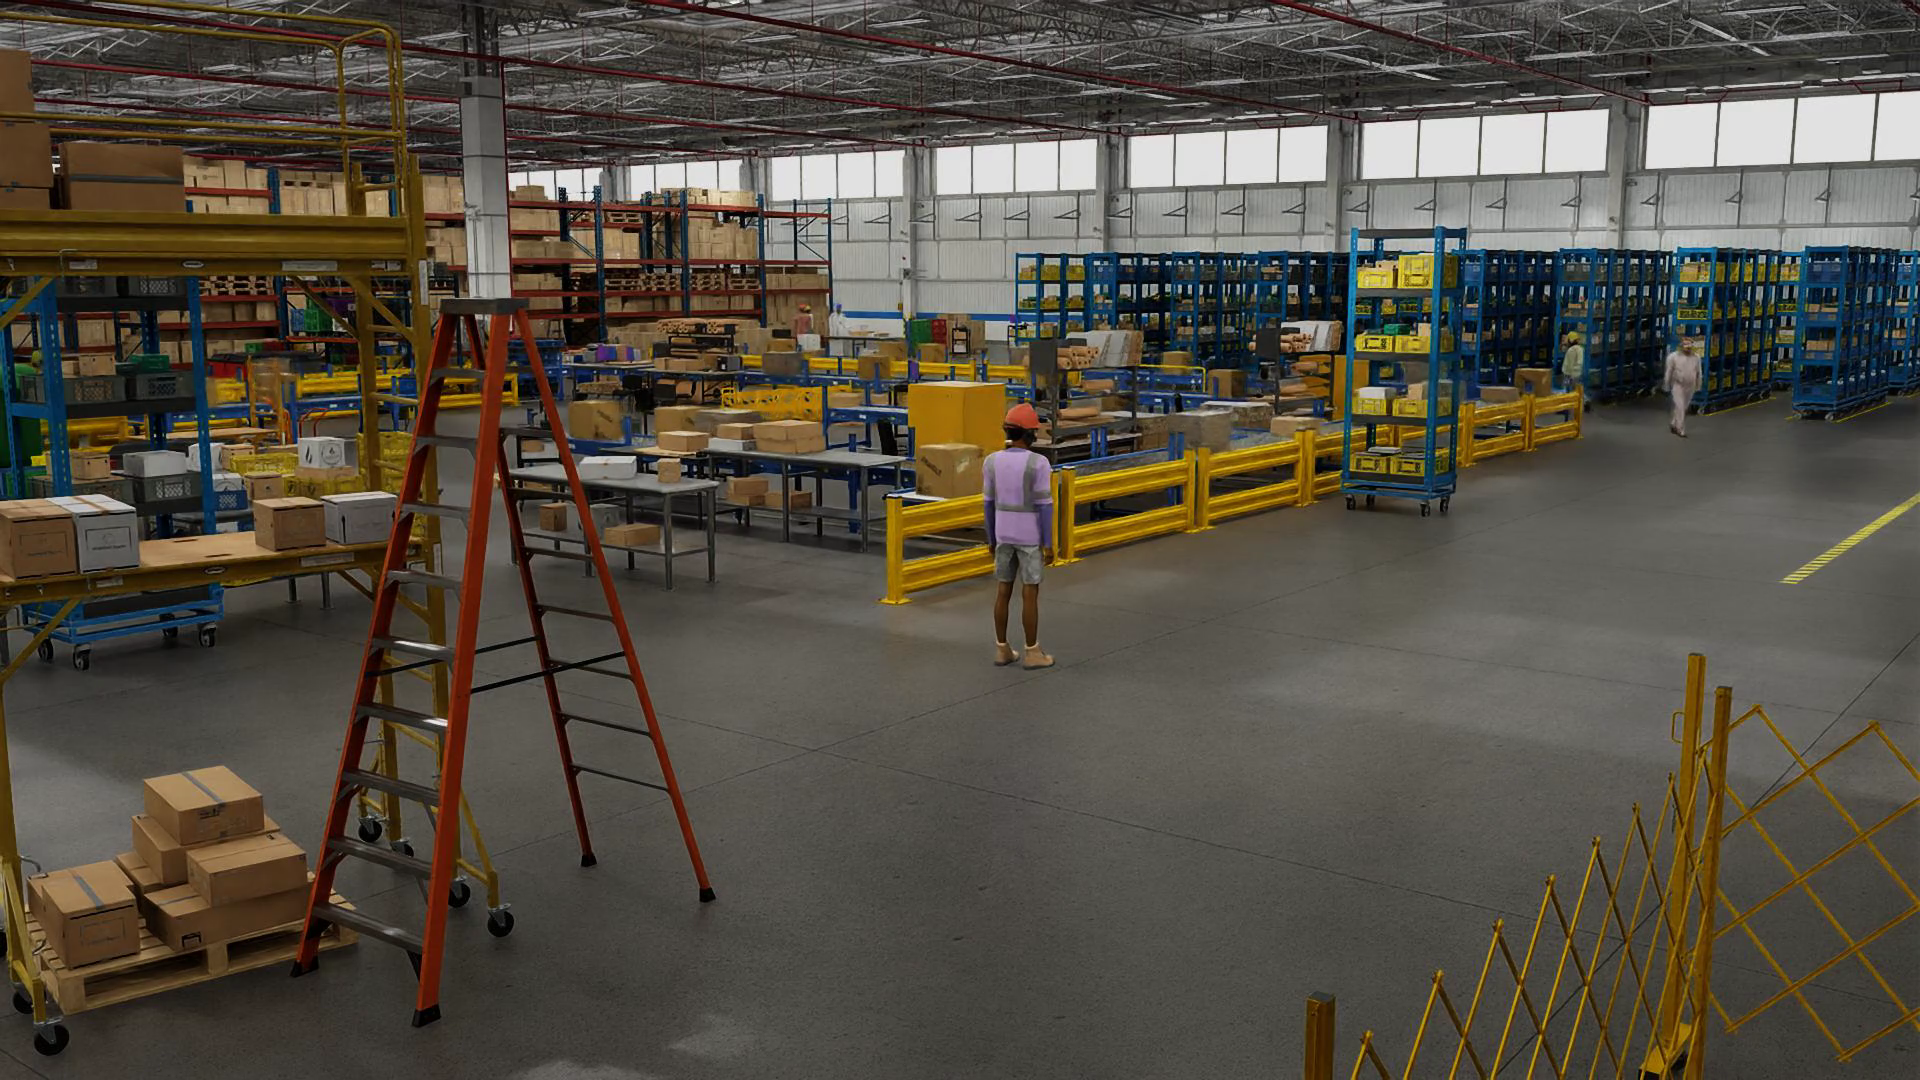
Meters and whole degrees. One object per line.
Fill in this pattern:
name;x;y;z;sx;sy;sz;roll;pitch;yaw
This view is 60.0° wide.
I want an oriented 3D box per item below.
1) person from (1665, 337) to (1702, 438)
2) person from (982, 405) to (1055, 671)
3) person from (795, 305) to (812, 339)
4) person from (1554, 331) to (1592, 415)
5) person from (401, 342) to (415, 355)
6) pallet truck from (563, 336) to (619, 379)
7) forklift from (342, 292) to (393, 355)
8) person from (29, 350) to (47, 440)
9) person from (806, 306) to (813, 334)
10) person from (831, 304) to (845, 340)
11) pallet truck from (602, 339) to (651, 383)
person;13.494;-2.868;31.089;0.648;1.880;0.872;0;9;-2
person;0.471;-0.019;12.785;0.605;2.034;0.393;6;11;35
person;-5.382;-7.142;57.475;0.641;1.947;1.031;1;9;8
person;13.131;-3.558;35.544;0.604;1.817;0.674;-9;13;-44
person;-15.661;-5.517;47.518;0.939;1.907;0.631;-7;12;-38
pallet truck;-10.690;-5.294;48.215;1.601;1.201;0.680;-5;10;-26
forklift;-16.485;-5.622;45.120;1.129;2.768;1.873;7;11;37
person;-15.419;-2.300;27.910;0.550;1.748;0.536;9;13;44
person;-6.013;-8.376;65.772;0.315;1.769;0.523;-7;12;-39
person;-4.653;-8.034;63.282;0.613;1.896;0.981;-3;9;-16
pallet truck;-8.991;-4.871;45.351;0.653;1.274;1.630;7;11;37
